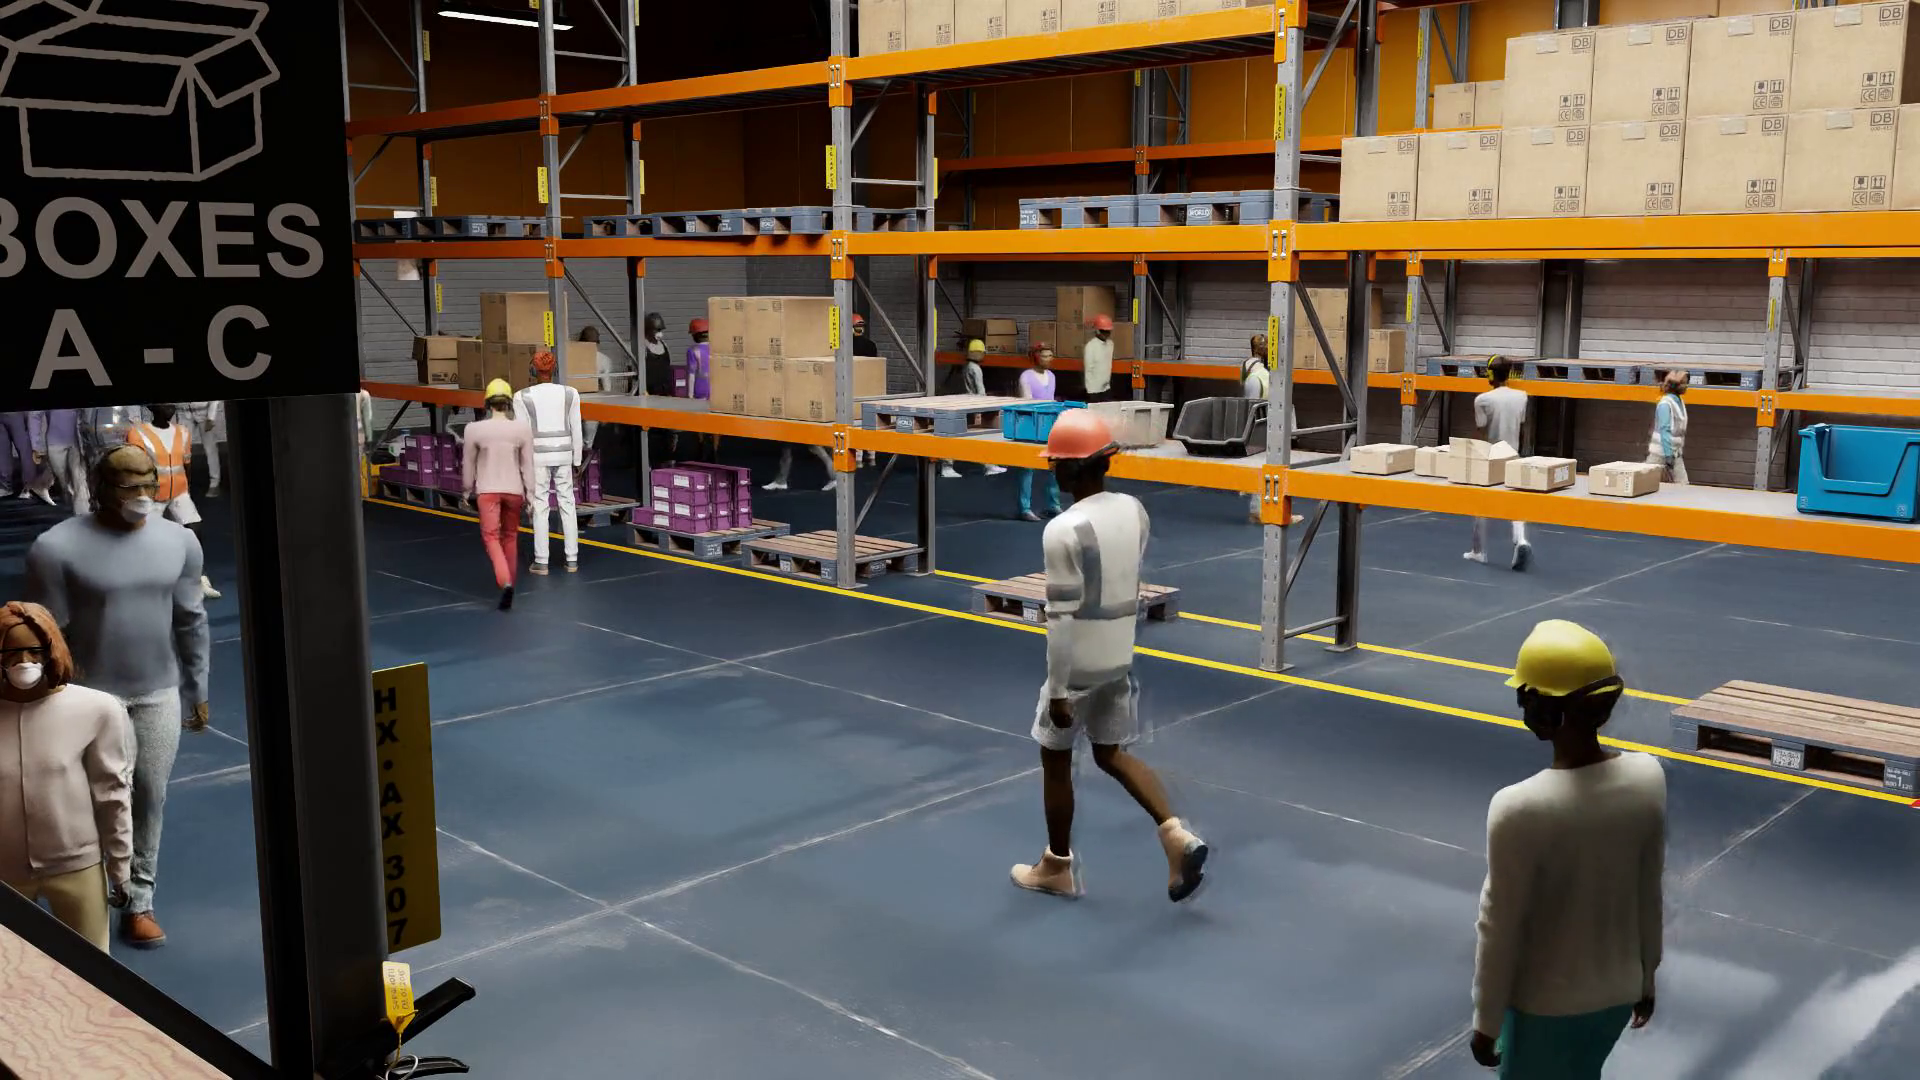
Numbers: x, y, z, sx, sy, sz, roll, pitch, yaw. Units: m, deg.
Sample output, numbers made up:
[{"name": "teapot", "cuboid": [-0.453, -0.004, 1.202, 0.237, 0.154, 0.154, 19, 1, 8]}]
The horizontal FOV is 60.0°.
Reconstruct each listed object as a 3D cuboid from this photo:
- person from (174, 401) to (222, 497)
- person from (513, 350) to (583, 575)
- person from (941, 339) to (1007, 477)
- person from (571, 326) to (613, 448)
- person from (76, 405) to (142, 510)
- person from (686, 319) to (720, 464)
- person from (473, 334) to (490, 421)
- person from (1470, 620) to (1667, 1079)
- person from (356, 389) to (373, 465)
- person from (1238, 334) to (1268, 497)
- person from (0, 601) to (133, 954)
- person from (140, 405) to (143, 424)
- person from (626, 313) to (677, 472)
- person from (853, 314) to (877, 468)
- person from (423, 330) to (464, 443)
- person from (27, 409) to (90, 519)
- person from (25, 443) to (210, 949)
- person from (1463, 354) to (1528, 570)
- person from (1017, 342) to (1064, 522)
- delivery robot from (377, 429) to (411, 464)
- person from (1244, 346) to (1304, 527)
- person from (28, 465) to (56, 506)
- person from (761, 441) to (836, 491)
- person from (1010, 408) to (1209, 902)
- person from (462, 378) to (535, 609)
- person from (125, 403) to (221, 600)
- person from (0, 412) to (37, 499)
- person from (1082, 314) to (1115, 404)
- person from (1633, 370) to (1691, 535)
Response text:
[{"name": "person", "cuboid": [-8.461, -1.338, 18.357, 0.580, 1.828, 0.958, 0, 9, -3]}, {"name": "person", "cuboid": [-3.452, -0.648, 13.969, 0.573, 1.883, 0.353, -5, 10, -27]}, {"name": "person", "cuboid": [0.146, -1.619, 20.500, 0.871, 1.695, 0.491, -2, 9, -11]}, {"name": "person", "cuboid": [-4.352, -1.506, 19.196, 0.693, 1.897, 0.598, 0, 9, 2]}, {"name": "person", "cuboid": [-7.887, -0.857, 15.405, 0.595, 1.832, 0.404, 0, 9, 2]}, {"name": "person", "cuboid": [-3.383, -1.957, 21.886, 0.586, 1.905, 0.561, -7, 12, -37]}, {"name": "person", "cuboid": [-5.913, -1.684, 20.683, 0.322, 1.765, 0.533, -2, 10, -15]}, {"name": "person", "cuboid": [1.417, 1.054, 3.884, 0.532, 1.754, 0.407, -5, 10, -26]}, {"name": "person", "cuboid": [-6.323, -1.022, 17.142, 0.512, 1.594, 0.864, -8, 12, -41]}, {"name": "person", "cuboid": [3.301, -1.366, 18.506, 0.343, 1.839, 0.506, -4, 10, -24]}, {"name": "person", "cuboid": [-2.663, 0.973, 4.821, 0.497, 1.629, 0.277, -4, 10, -24]}, {"name": "person", "cuboid": [-8.254, -1.092, 16.521, 0.354, 1.939, 0.545, 0, 9, -2]}, {"name": "person", "cuboid": [-3.835, -1.853, 20.874, 0.724, 2.000, 0.704, 7, 11, 36]}, {"name": "person", "cuboid": [-1.329, -1.929, 21.510, 0.407, 1.981, 0.623, 7, 12, 38]}, {"name": "person", "cuboid": [-6.567, -1.787, 21.198, 0.627, 1.812, 0.806, 7, 12, 37]}, {"name": "person", "cuboid": [-8.329, -0.904, 15.539, 0.634, 1.895, 0.993, -2, 10, -13]}, {"name": "person", "cuboid": [-3.110, 0.593, 6.239, 0.430, 1.920, 0.649, 7, 12, 38]}, {"name": "person", "cuboid": [4.646, -0.673, 14.265, 0.520, 1.843, 0.801, -1, 9, -6]}, {"name": "person", "cuboid": [0.841, -1.072, 16.738, 0.670, 1.823, 0.580, 8, 12, 39]}, {"name": "delivery robot", "cuboid": [-6.892, -1.134, 20.721, 0.477, 0.478, 0.707, 6, 11, 34]}, {"name": "person", "cuboid": [3.172, -1.024, 16.470, 0.771, 1.814, 0.657, 8, 13, 42]}, {"name": "person", "cuboid": [-9.617, -1.294, 18.033, 0.967, 1.860, 0.648, -6, 11, -33]}, {"name": "person", "cuboid": [-1.793, -1.491, 19.150, 0.967, 1.885, 0.603, 0, 9, 0]}, {"name": "person", "cuboid": [0.580, 0.488, 6.604, 0.788, 2.020, 0.622, 8, 12, 42]}, {"name": "person", "cuboid": [-3.499, -0.364, 12.684, 0.523, 1.736, 0.803, -5, 11, -29]}, {"name": "person", "cuboid": [-6.024, -0.325, 12.665, 0.778, 1.665, 0.552, 7, 11, 35]}, {"name": "person", "cuboid": [-10.607, -1.403, 18.524, 0.641, 1.909, 0.409, 1, 9, 9]}, {"name": "person", "cuboid": [1.864, -1.993, 21.983, 0.628, 1.960, 0.660, 9, 13, 44]}, {"name": "person", "cuboid": [6.799, -0.810, 15.832, 0.842, 1.592, 0.546, 8, 12, 41]}]
